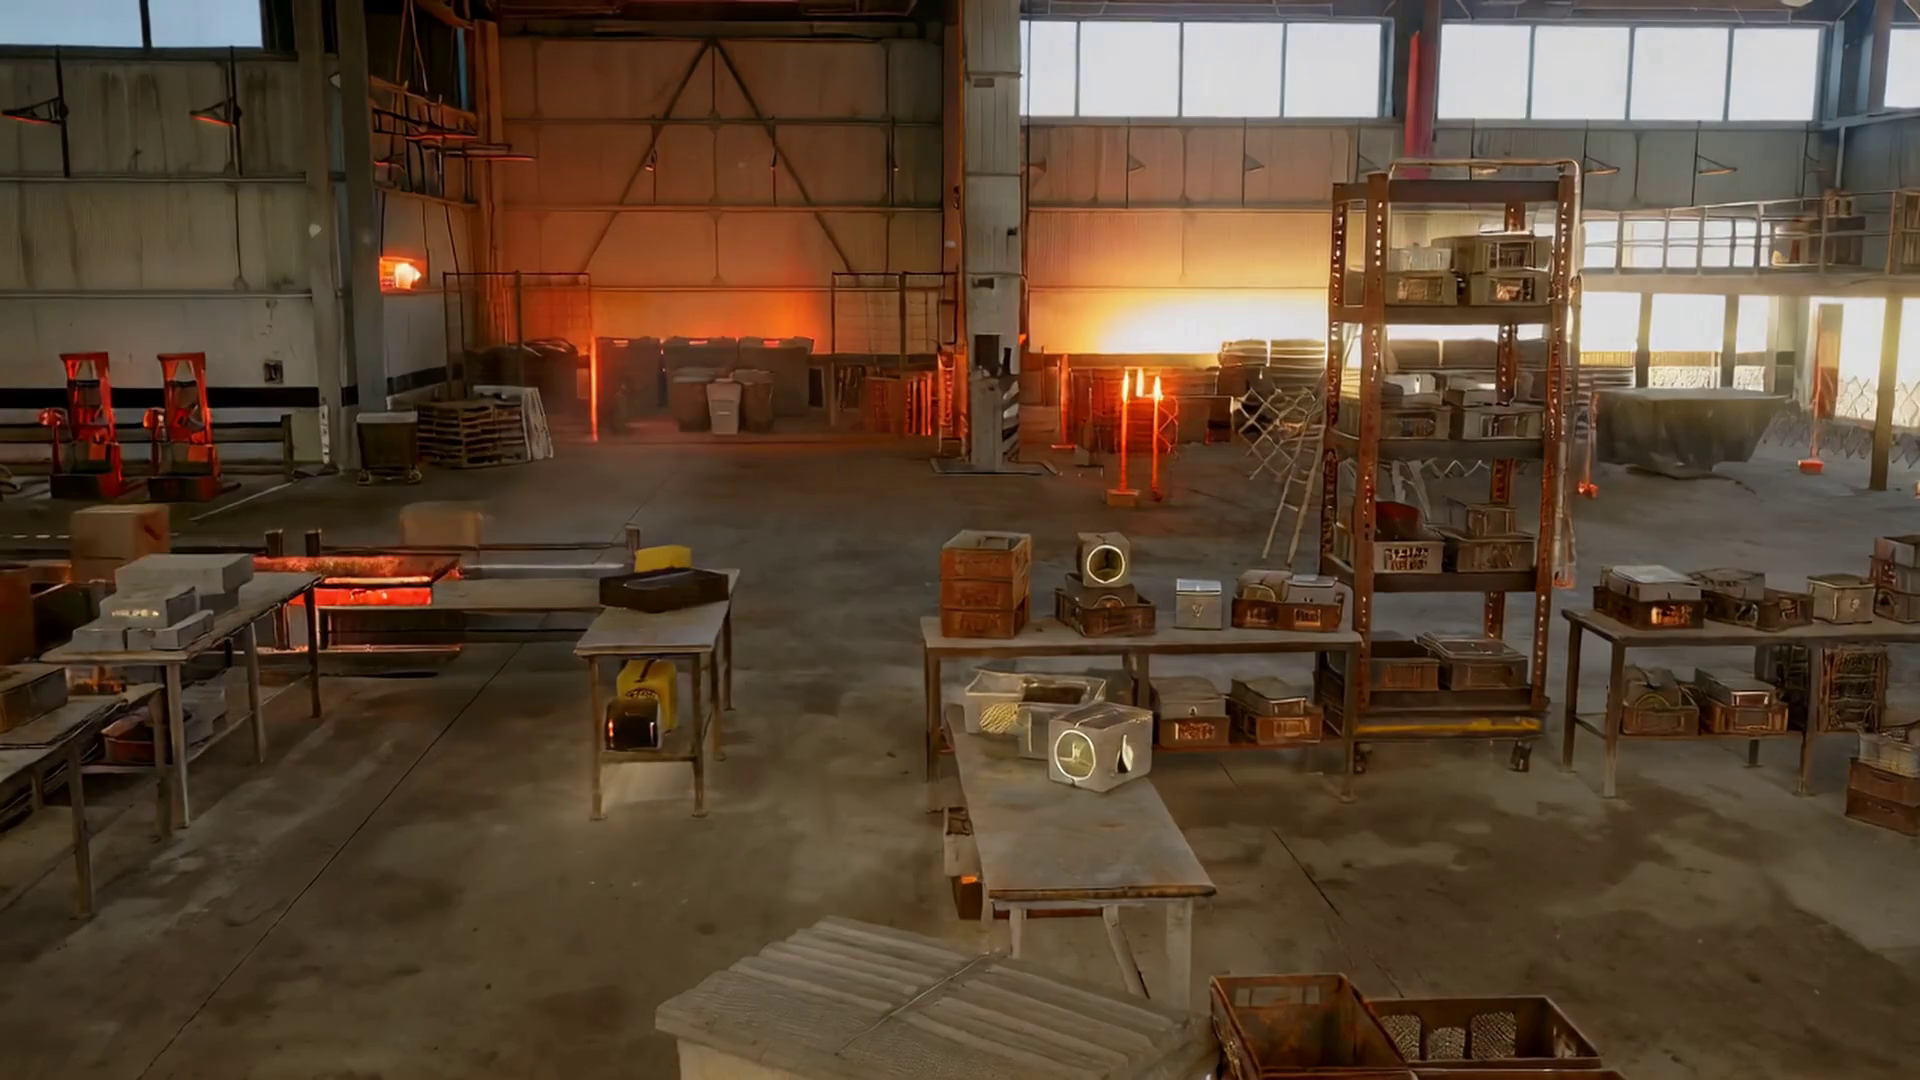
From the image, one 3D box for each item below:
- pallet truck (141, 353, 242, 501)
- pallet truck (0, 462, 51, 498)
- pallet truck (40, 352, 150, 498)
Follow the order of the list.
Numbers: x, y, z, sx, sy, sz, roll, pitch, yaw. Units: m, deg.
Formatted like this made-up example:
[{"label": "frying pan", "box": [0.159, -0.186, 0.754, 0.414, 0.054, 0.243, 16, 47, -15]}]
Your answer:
[{"label": "pallet truck", "box": [-10.520, -1.604, 22.925, 0.823, 1.965, 1.885, -1, 9, -6]}, {"label": "pallet truck", "box": [-13.193, -1.293, 23.148, 0.653, 1.274, 1.630, -1, 9, -4]}, {"label": "pallet truck", "box": [-11.907, -1.642, 23.165, 0.823, 1.965, 1.885, 0, 9, 0]}]
